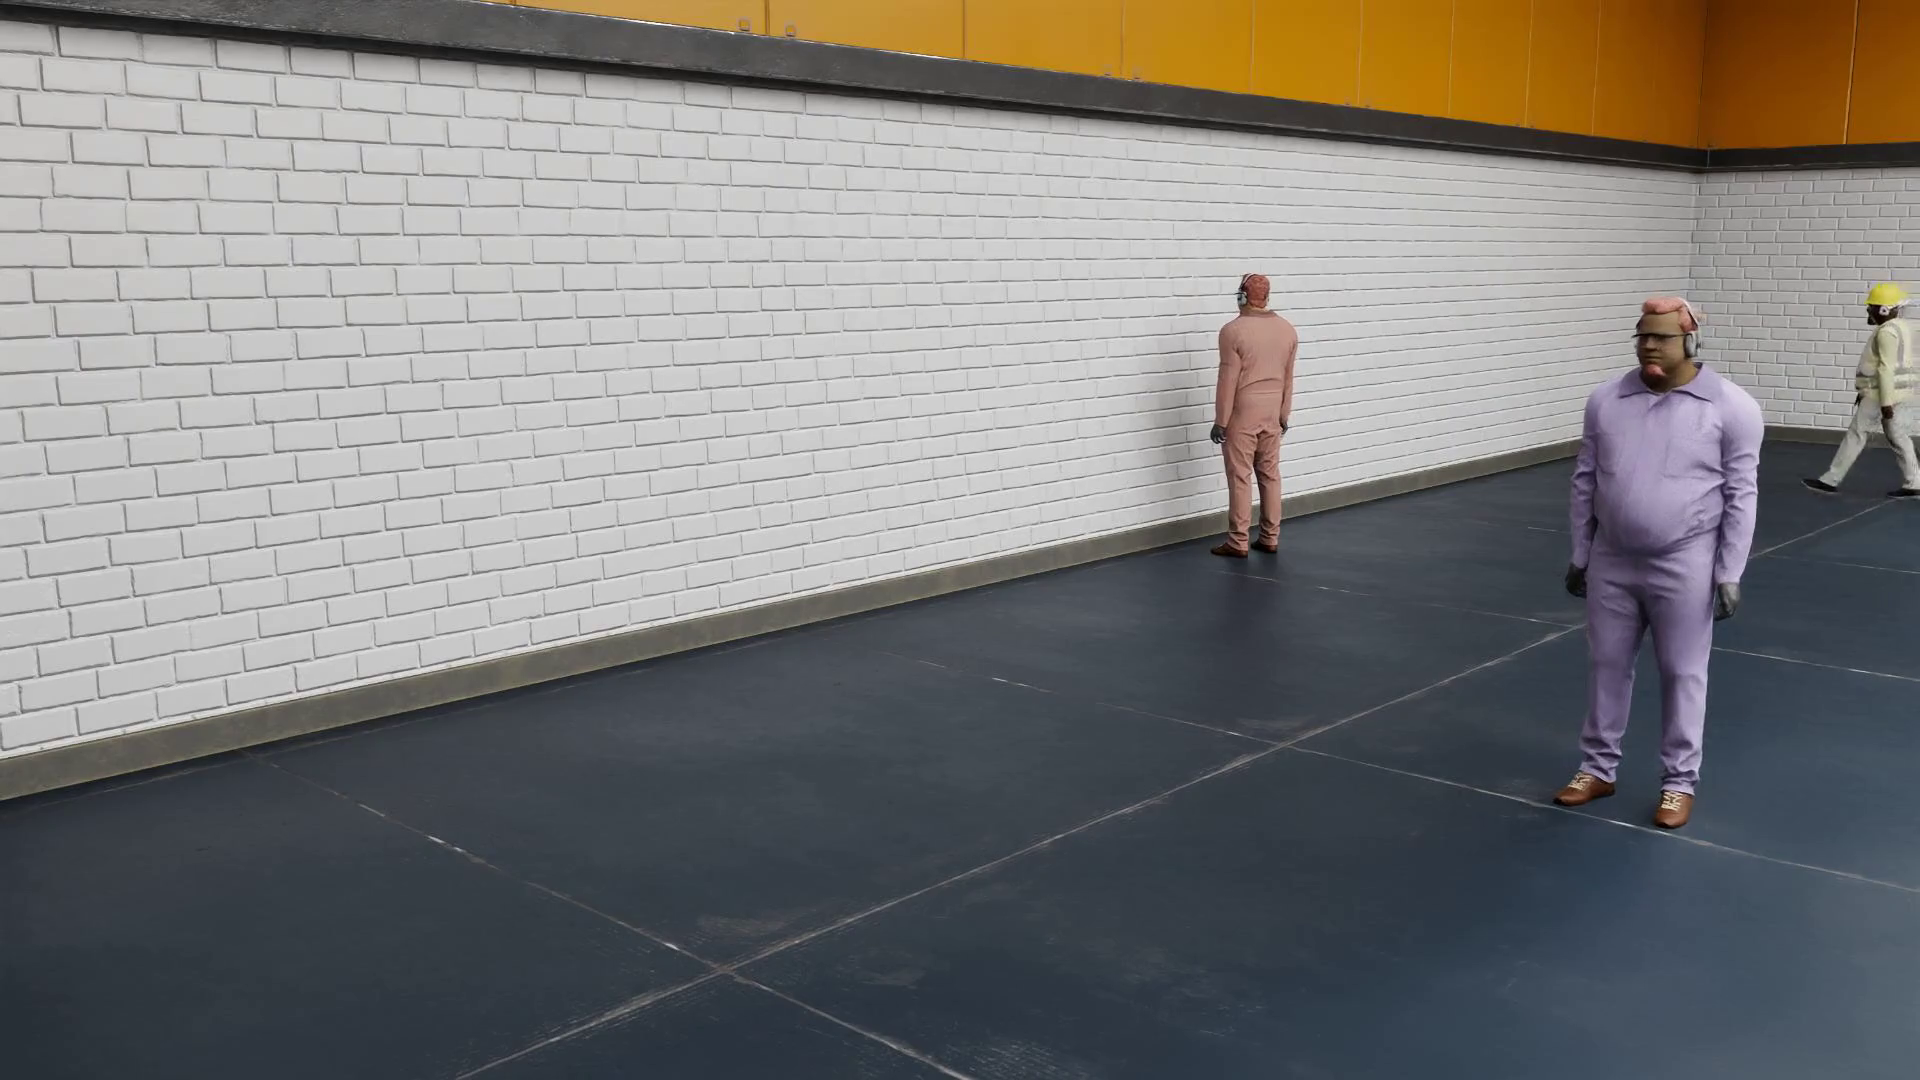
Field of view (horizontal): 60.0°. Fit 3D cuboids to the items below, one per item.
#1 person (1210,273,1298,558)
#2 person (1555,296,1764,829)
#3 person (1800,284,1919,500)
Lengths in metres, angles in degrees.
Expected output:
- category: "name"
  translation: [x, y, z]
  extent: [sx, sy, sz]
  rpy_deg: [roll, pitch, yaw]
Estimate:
- category: "person"
  translation: [1.947, -0.833, 11.205]
  extent: [0.655, 1.906, 0.407]
  rpy_deg: [-6, 12, -31]
- category: "person"
  translation: [2.496, 0.079, 6.015]
  extent: [0.651, 1.906, 0.403]
  rpy_deg: [9, 14, 43]
- category: "person"
  translation: [7.595, -1.223, 13.791]
  extent: [0.916, 1.784, 0.590]
  rpy_deg: [9, 13, 42]
